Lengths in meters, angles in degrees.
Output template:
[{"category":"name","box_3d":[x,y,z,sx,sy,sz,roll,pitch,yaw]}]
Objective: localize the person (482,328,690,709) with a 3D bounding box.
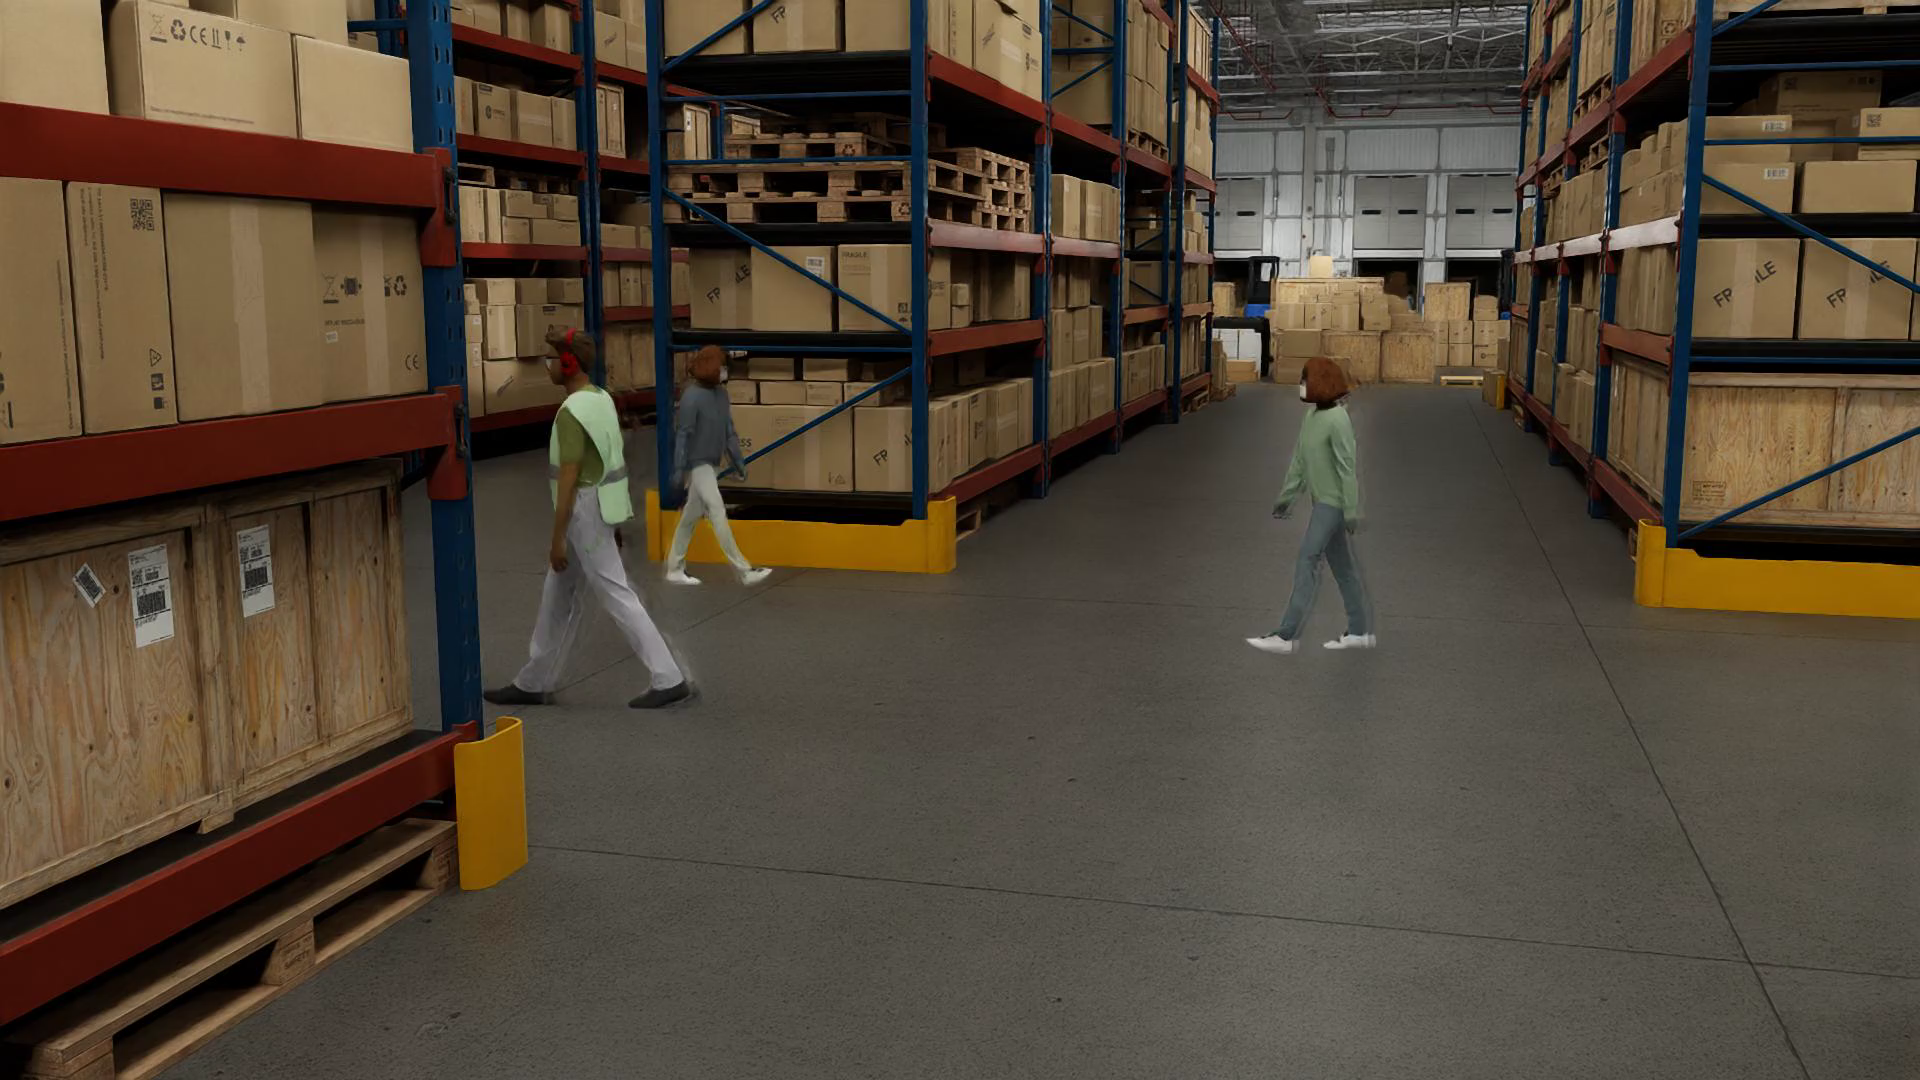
[{"category":"person","box_3d":[-1.740,-0.083,7.744,0.989,1.804,0.578,0,9,-2]}]

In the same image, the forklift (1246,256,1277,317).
[{"category":"forklift","box_3d":[11.003,-8.927,60.490,1.129,2.768,1.873,2,9,15]}]

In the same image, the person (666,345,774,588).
[{"category":"person","box_3d":[-1.579,-0.465,10.806,0.859,1.577,0.504,3,9,18]}]

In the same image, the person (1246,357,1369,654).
[{"category":"person","box_3d":[1.885,-0.176,8.950,0.801,1.602,0.513,-1,9,-4]}]

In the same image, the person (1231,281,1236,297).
[{"category":"person","box_3d":[8.678,-7.375,53.649,0.565,1.927,0.647,0,9,1]}]

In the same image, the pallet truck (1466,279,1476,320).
[{"category":"pallet truck","box_3d":[18.896,-8.459,60.307,1.885,1.965,0.823,5,10,31]}]

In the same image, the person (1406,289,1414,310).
[{"category":"person","box_3d":[17.945,-9.180,66.155,0.873,1.587,0.532,2,9,9]}]

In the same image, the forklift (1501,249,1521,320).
[{"category":"forklift","box_3d":[15.612,-6.692,46.291,1.129,2.768,1.873,2,9,15]}]
